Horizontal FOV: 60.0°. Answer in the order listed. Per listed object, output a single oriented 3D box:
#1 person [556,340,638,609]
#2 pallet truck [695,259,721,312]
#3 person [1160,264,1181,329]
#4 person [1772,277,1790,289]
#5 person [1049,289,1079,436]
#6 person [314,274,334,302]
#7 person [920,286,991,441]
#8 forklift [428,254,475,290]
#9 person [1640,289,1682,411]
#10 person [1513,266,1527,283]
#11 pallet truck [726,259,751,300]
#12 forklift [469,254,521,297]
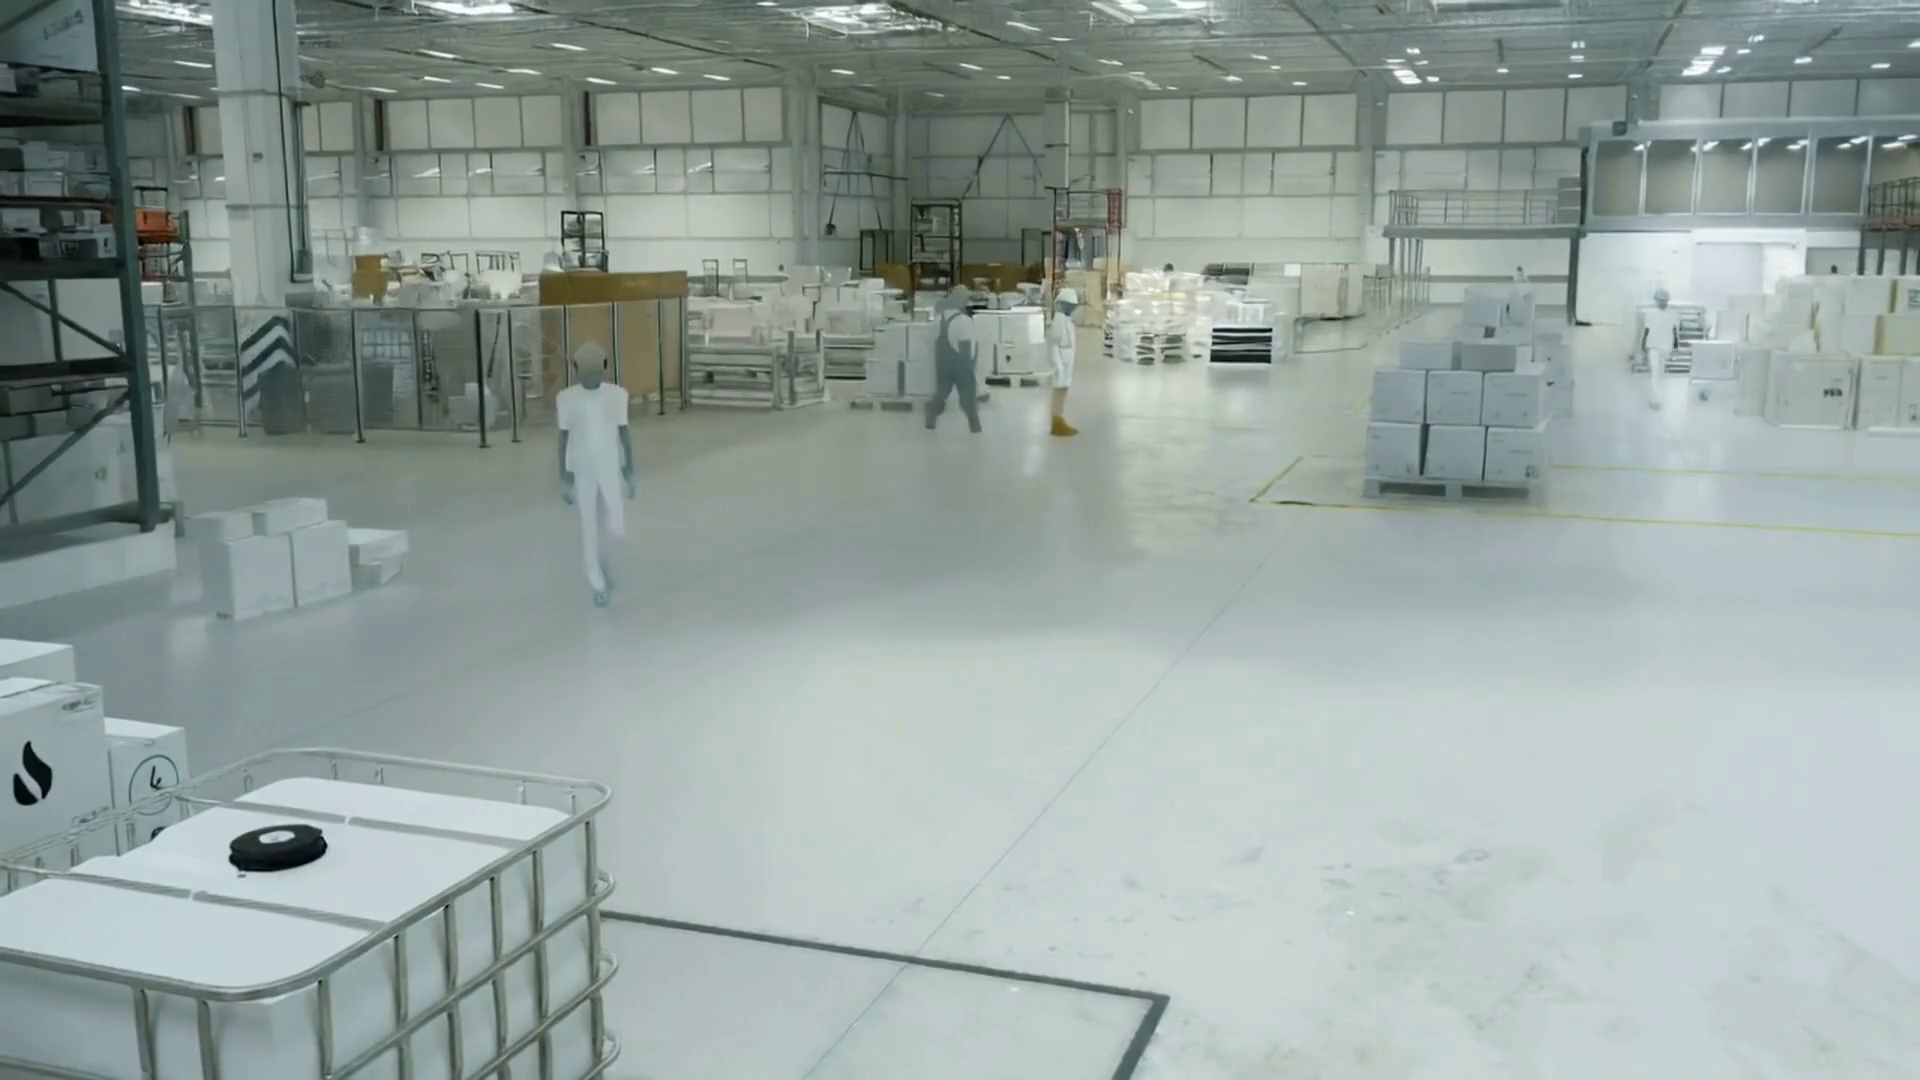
[{"bbox_3d":[-2.513,-0.458,11.531,0.553,1.857,0.436,-4,11,-19],"label":"person"},{"bbox_3d":[-9.165,-9.627,62.776,0.823,1.965,1.885,4,11,23],"label":"pallet truck"},{"bbox_3d":[5.205,-5.885,41.612,0.585,2.023,0.648,-7,12,-35],"label":"person"},{"bbox_3d":[13.150,-3.212,26.673,0.622,1.986,0.396,-10,14,-44],"label":"person"},{"bbox_3d":[1.386,-2.337,21.915,0.374,1.928,0.542,4,11,23],"label":"person"},{"bbox_3d":[-16.148,-5.876,42.322,0.536,1.756,0.526,9,14,43],"label":"person"},{"bbox_3d":[-0.080,-2.279,21.271,0.989,2.000,0.685,-9,13,-41],"label":"person"},{"bbox_3d":[-20.133,-10.254,65.465,1.157,1.987,2.680,3,11,19],"label":"forklift"},{"bbox_3d":[10.625,-2.856,25.132,0.515,1.834,0.907,0,10,1],"label":"person"},{"bbox_3d":[16.735,-7.262,49.817,0.356,1.876,0.571,-3,11,-16],"label":"person"},{"bbox_3d":[-7.986,-9.493,62.019,0.823,1.965,1.885,3,11,17],"label":"pallet truck"},{"bbox_3d":[-17.990,-10.121,64.684,1.157,1.987,2.680,3,11,17],"label":"forklift"}]
